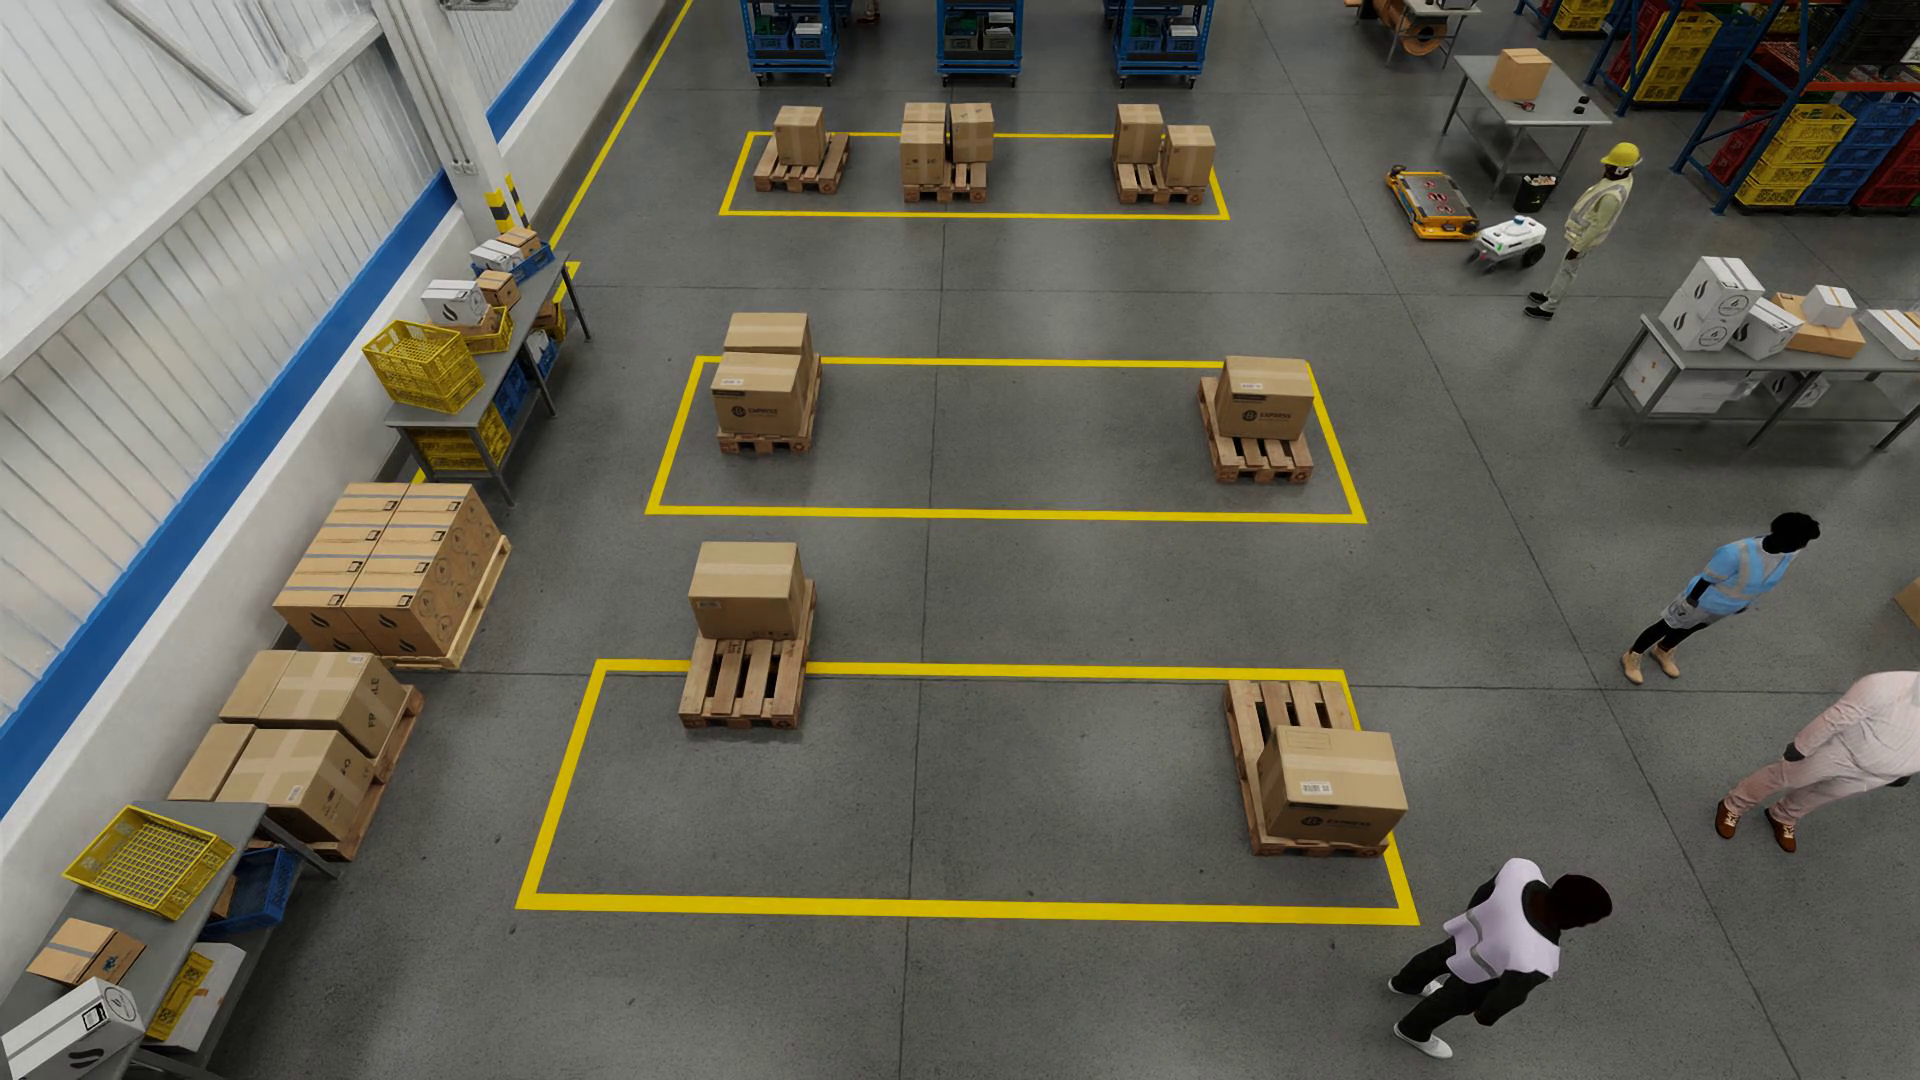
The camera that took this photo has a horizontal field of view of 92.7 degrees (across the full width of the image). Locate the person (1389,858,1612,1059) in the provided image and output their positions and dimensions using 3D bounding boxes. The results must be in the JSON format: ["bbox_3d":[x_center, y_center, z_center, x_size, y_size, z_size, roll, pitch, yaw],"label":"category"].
[{"bbox_3d":[2.628,2.105,4.615,0.391,1.914,0.587,11,50,9],"label":"person"}]

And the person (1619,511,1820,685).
[{"bbox_3d":[5.146,0.400,6.234,0.532,1.693,0.319,-7,49,-6],"label":"person"}]

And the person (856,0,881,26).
[{"bbox_3d":[-1.481,-9.173,14.323,0.379,1.995,0.612,15,51,13],"label":"person"}]

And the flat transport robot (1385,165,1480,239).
[{"bbox_3d":[5.692,-4.094,11.059,0.652,0.197,1.431,1,49,1],"label":"flat transport robot"}]

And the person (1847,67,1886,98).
[{"bbox_3d":[13.103,-7.099,12.564,0.631,1.938,0.362,-3,49,-3],"label":"person"}]

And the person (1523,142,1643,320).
[{"bbox_3d":[6.213,-3.055,9.137,0.403,1.827,0.588,26,54,21],"label":"person"}]

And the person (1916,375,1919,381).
[{"bbox_3d":[9.415,-2.232,8.432,0.619,1.827,0.655,-2,49,-2],"label":"person"}]

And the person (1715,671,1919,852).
[{"bbox_3d":[5.240,1.267,5.342,0.652,1.909,0.409,11,50,10],"label":"person"}]

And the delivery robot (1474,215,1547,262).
[{"bbox_3d":[6.115,-3.362,10.179,0.707,0.478,0.477,-19,52,-16],"label":"delivery robot"}]
